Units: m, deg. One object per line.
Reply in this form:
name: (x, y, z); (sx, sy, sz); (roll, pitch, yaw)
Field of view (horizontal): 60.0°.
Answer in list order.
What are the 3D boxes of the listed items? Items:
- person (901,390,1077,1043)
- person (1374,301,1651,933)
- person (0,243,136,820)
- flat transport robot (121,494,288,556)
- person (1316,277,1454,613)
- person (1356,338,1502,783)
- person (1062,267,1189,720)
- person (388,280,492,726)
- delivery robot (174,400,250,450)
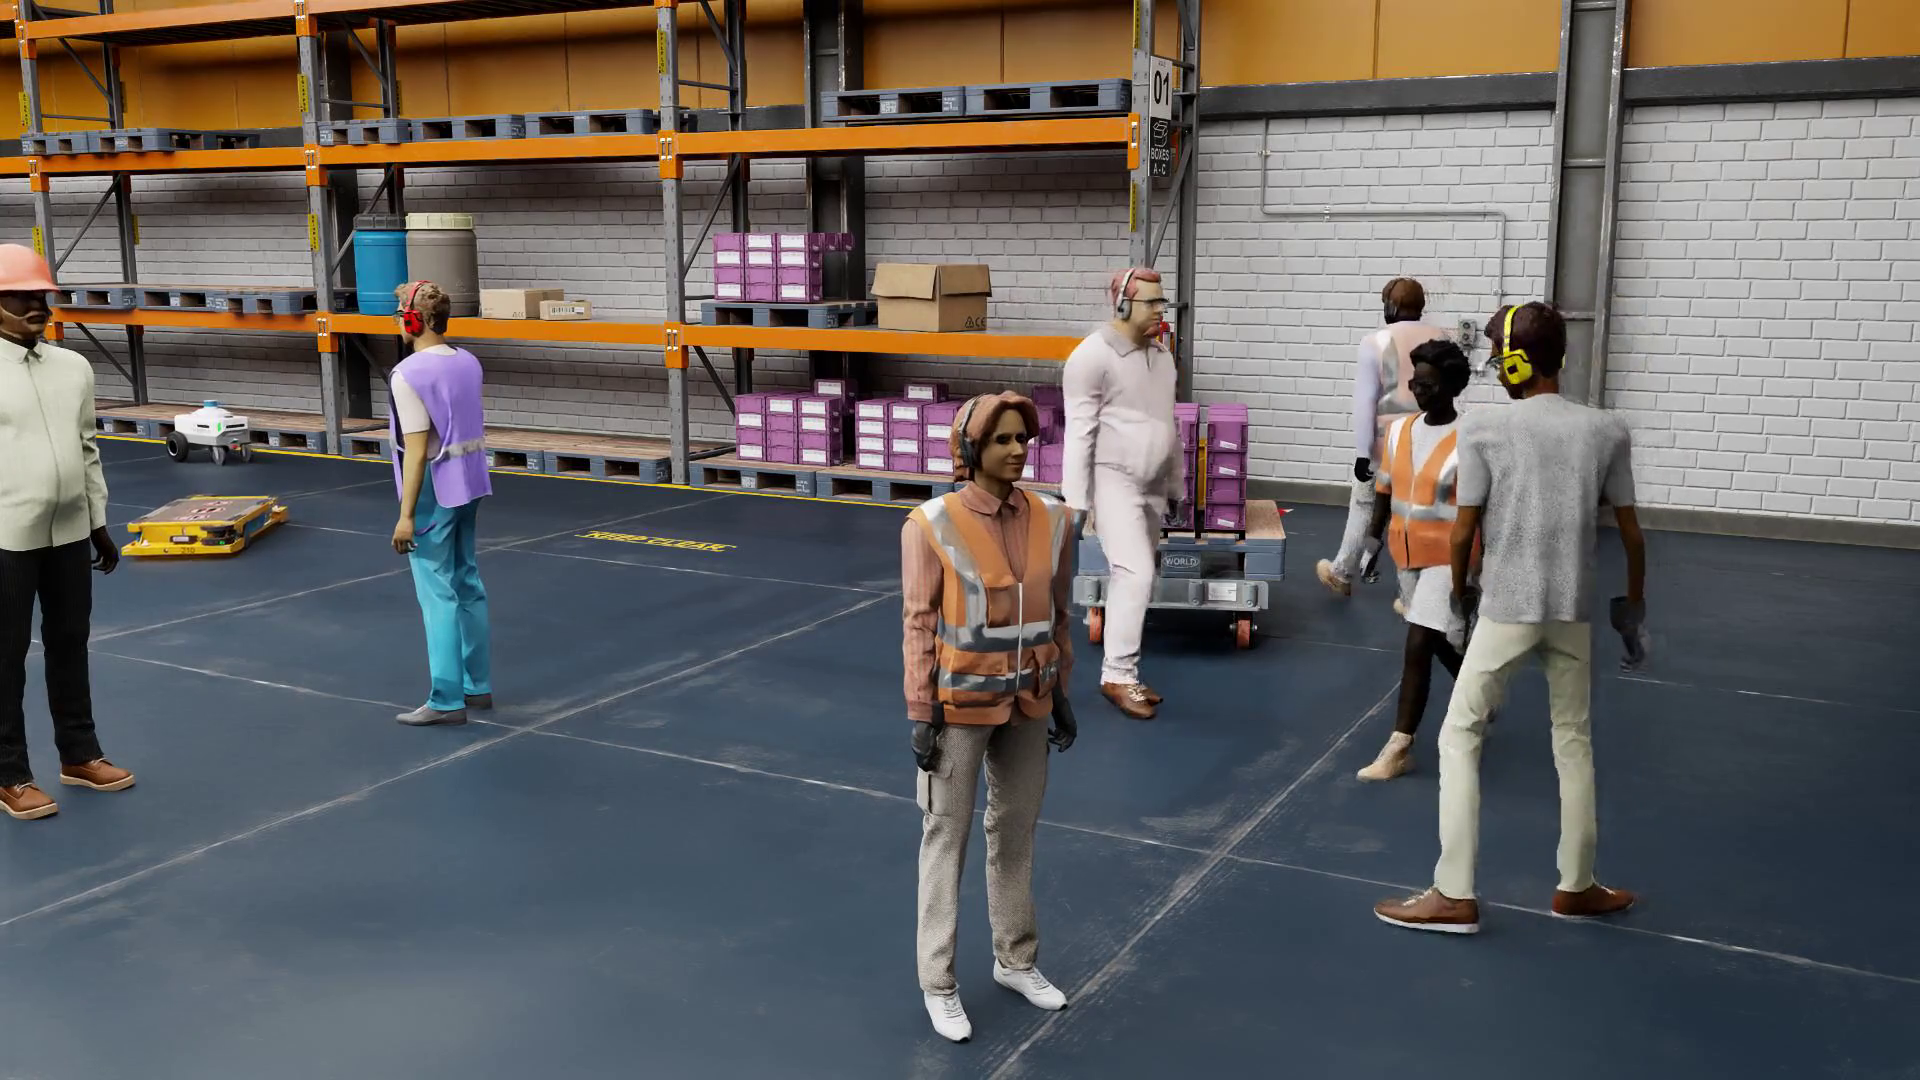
person: (0.075, 0.438, 4.263); (0.514, 1.645, 0.307); (-7, 12, -34)
person: (1.672, 0.234, 4.867); (0.838, 1.841, 0.368); (-1, 10, -3)
person: (-3.276, -0.035, 5.886); (0.375, 1.997, 0.612); (4, 11, 23)
flat transport robot: (-4.996, -0.117, 11.067); (0.652, 0.197, 1.431); (-2, 10, -8)
person: (2.341, -0.516, 9.061); (0.659, 1.796, 0.927); (-3, 11, -17)
person: (1.850, 0.053, 6.376); (0.873, 1.664, 0.537); (-6, 12, -31)
person: (0.787, -0.194, 7.040); (0.585, 1.889, 0.677); (9, 14, 41)
person: (-2.150, -0.147, 6.909); (0.376, 1.844, 0.571); (2, 11, 12)
delivery robot: (-6.734, -1.018, 14.974); (0.707, 0.478, 0.477); (7, 12, 32)
